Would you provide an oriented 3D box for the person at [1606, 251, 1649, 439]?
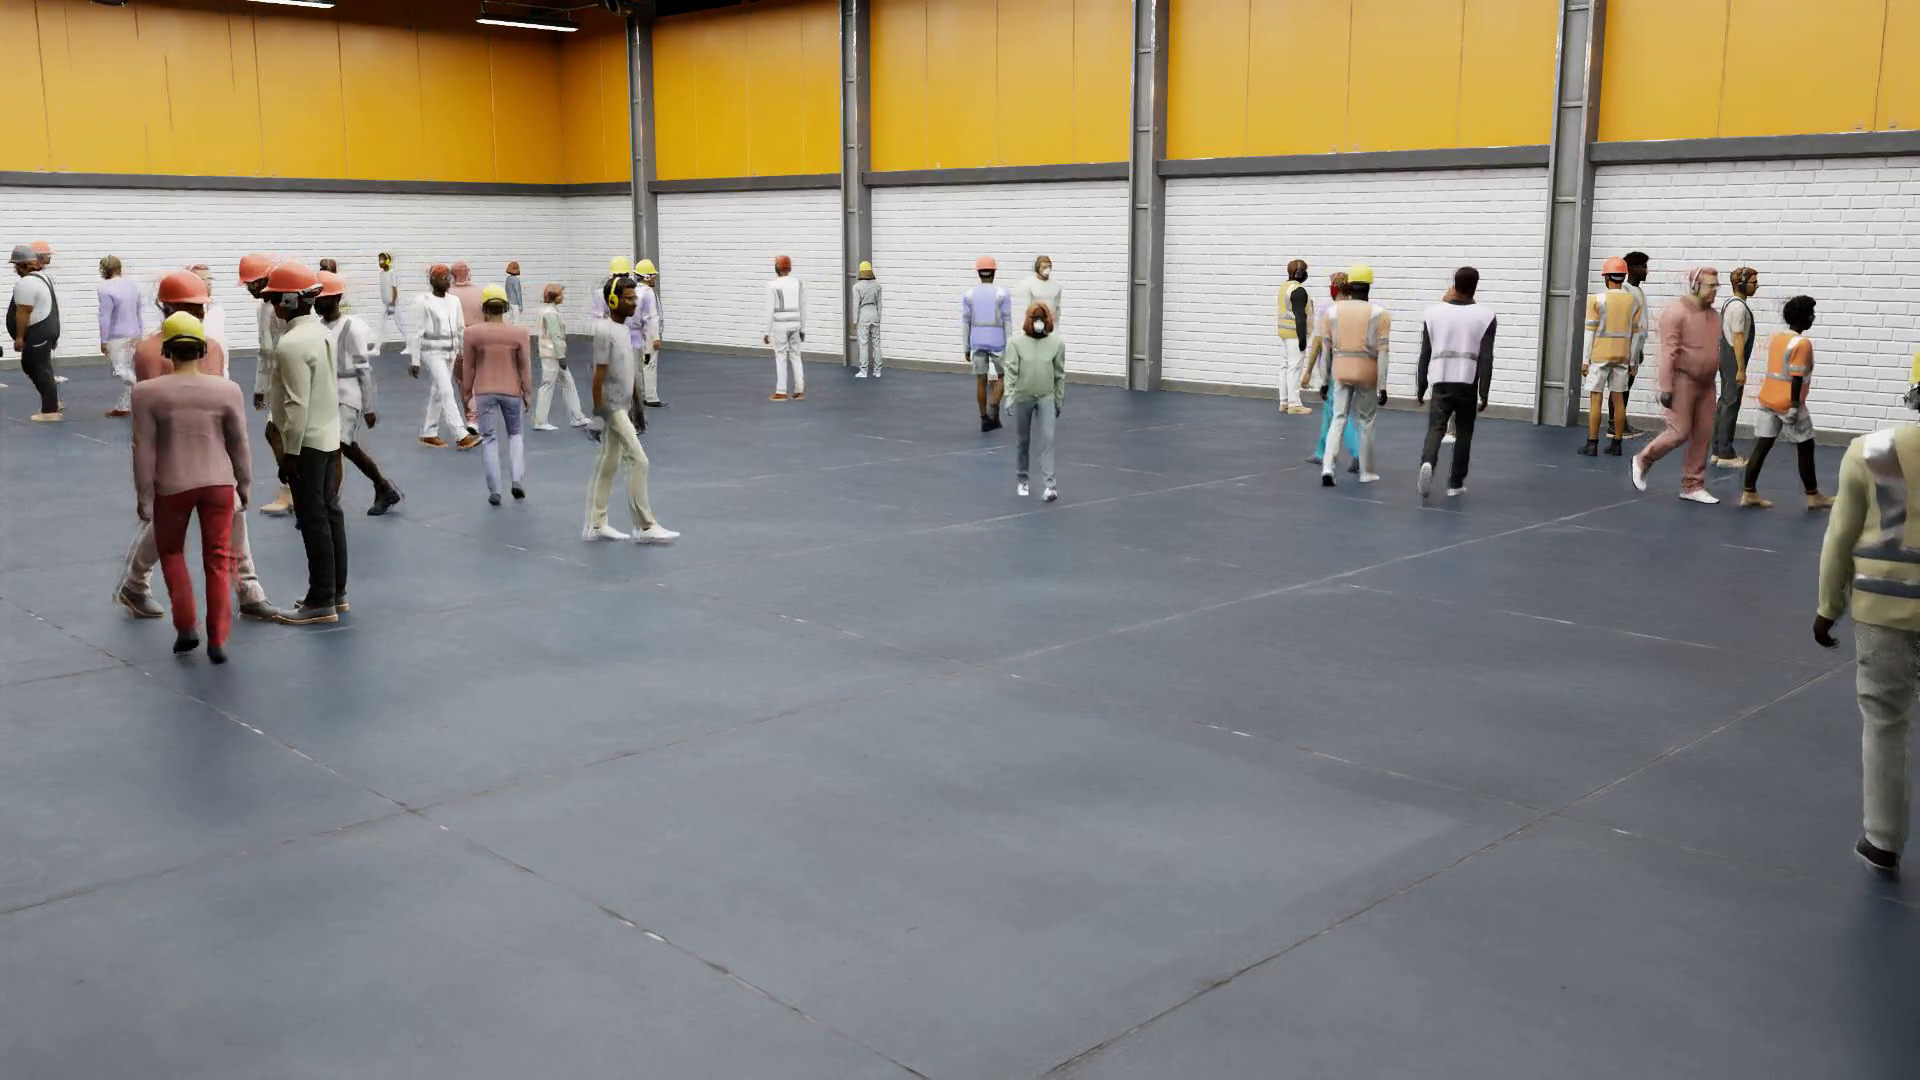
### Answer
[{"bbox_3d":[7.070,-2.058,17.569,0.367,1.967,0.604,8,13,39],"label":"person"}]

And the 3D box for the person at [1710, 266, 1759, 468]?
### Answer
[{"bbox_3d":[7.156,-1.588,15.338,0.345,1.846,0.508,2,11,13],"label":"person"}]

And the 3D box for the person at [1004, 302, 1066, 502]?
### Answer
[{"bbox_3d":[0.606,-1.100,13.373,0.516,1.593,0.859,-1,10,-5],"label":"person"}]

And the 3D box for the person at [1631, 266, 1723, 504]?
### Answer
[{"bbox_3d":[5.808,-1.246,13.335,0.645,1.887,0.634,-5,12,-26],"label":"person"}]

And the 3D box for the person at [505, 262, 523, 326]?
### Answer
[{"bbox_3d":[-8.352,-4.398,31.234,0.276,1.633,0.507,-9,13,-39],"label":"person"}]

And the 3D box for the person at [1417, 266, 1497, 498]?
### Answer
[{"bbox_3d":[3.983,-1.259,13.435,0.624,1.888,0.818,5,12,26],"label":"person"}]

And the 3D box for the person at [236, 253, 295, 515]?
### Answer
[{"bbox_3d":[-5.212,-1.182,12.713,0.709,1.991,0.641,-8,13,-37],"label":"person"}]

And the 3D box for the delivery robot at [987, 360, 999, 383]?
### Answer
[{"bbox_3d":[0.668,-2.325,22.622,0.707,0.478,0.477,-3,11,-14],"label":"delivery robot"}]

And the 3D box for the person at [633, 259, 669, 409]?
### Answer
[{"bbox_3d":[-3.851,-2.530,20.507,0.404,1.833,0.590,-8,13,-36],"label":"person"}]

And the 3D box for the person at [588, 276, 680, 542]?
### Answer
[{"bbox_3d":[-2.253,-0.891,11.526,0.809,1.842,0.567,1,10,4],"label":"person"}]

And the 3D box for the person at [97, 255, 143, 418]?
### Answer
[{"bbox_3d":[-9.649,-2.343,19.276,0.742,1.914,0.640,2,11,9],"label":"person"}]

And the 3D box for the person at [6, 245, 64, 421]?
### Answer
[{"bbox_3d":[-10.640,-2.376,19.100,0.538,2.000,0.699,-3,11,-14],"label":"person"}]

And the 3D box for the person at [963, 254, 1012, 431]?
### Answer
[{"bbox_3d":[0.305,-2.134,18.083,0.580,1.926,0.388,3,11,15],"label":"person"}]

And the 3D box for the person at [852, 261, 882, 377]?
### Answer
[{"bbox_3d":[-1.404,-3.319,25.072,0.483,1.738,0.312,-6,12,-29],"label":"person"}]

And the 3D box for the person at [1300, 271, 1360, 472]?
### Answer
[{"bbox_3d":[3.476,-1.535,15.156,0.580,1.813,0.923,-6,12,-31],"label":"person"}]

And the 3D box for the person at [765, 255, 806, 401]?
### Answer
[{"bbox_3d":[-2.240,-2.723,21.426,0.577,1.883,0.348,-9,13,-39],"label":"person"}]

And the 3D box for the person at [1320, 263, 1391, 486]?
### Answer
[{"bbox_3d":[3.352,-1.398,14.178,0.619,1.927,0.690,6,12,31],"label":"person"}]

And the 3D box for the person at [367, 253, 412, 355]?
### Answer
[{"bbox_3d":[-10.199,-4.215,29.741,0.540,1.823,0.971,8,13,36],"label":"person"}]

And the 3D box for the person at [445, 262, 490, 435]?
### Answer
[{"bbox_3d":[-5.310,-2.067,17.979,0.668,1.850,1.052,-2,11,-10],"label":"person"}]

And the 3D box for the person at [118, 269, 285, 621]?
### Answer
[{"bbox_3d":[-4.277,-0.510,9.172,0.977,1.956,0.635,4,11,20],"label":"person"}]

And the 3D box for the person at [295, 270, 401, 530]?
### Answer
[{"bbox_3d":[-4.557,-1.052,12.335,0.545,1.890,1.007,6,12,30],"label":"person"}]

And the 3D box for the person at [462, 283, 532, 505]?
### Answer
[{"bbox_3d":[-3.691,-1.160,13.280,0.532,1.752,0.476,-3,11,-18],"label":"person"}]

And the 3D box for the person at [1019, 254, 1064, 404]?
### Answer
[{"bbox_3d":[1.004,-2.700,21.275,0.644,1.902,0.991,-5,12,-27],"label":"person"}]

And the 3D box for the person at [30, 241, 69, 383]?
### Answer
[{"bbox_3d":[-13.234,-3.292,24.083,0.368,2.047,0.606,-8,13,-36],"label":"person"}]

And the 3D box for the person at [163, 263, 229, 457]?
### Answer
[{"bbox_3d":[-6.676,-1.480,14.610,0.619,1.892,0.659,4,11,20],"label":"person"}]

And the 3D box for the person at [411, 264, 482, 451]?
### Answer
[{"bbox_3d":[-5.074,-1.804,16.525,0.946,1.835,0.602,5,11,24],"label":"person"}]

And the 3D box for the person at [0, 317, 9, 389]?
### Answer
[{"bbox_3d":[-13.442,-2.914,23.012,0.383,1.687,0.540,-4,11,-22],"label":"person"}]

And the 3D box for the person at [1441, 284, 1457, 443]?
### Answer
[{"bbox_3d":[5.086,-1.822,17.189,0.266,1.631,0.507,1,10,4],"label":"person"}]

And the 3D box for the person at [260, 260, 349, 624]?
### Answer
[{"bbox_3d":[-3.610,-0.536,9.189,0.375,1.995,0.611,-1,10,-4],"label":"person"}]

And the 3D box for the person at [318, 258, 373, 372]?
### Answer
[{"bbox_3d":[-9.187,-3.250,24.520,0.887,1.809,0.624,-6,12,-29],"label":"person"}]

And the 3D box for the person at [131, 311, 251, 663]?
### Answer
[{"bbox_3d":[-3.848,-0.264,8.348,0.554,1.749,0.492,-7,12,-33],"label":"person"}]

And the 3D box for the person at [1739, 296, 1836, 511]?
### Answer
[{"bbox_3d":[6.496,-1.048,12.877,0.809,1.661,0.552,-1,10,-3],"label":"person"}]

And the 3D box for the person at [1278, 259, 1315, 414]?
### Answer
[{"bbox_3d":[4.039,-2.441,19.998,0.429,1.846,0.626,-2,11,-8],"label":"person"}]

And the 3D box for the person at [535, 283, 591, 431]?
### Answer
[{"bbox_3d":[-4.341,-1.996,18.219,0.771,1.603,0.531,-2,11,-13],"label":"person"}]

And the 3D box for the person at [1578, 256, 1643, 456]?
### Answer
[{"bbox_3d":[6.278,-1.766,16.098,0.537,1.929,0.378,-1,10,-5],"label":"person"}]

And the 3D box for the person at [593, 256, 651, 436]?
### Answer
[{"bbox_3d":[-3.604,-2.059,17.737,0.596,1.905,0.714,0,10,-3],"label":"person"}]

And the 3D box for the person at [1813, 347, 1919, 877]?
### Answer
[{"bbox_3d":[3.186,0.223,5.546,0.601,1.817,0.462,3,11,14],"label":"person"}]
